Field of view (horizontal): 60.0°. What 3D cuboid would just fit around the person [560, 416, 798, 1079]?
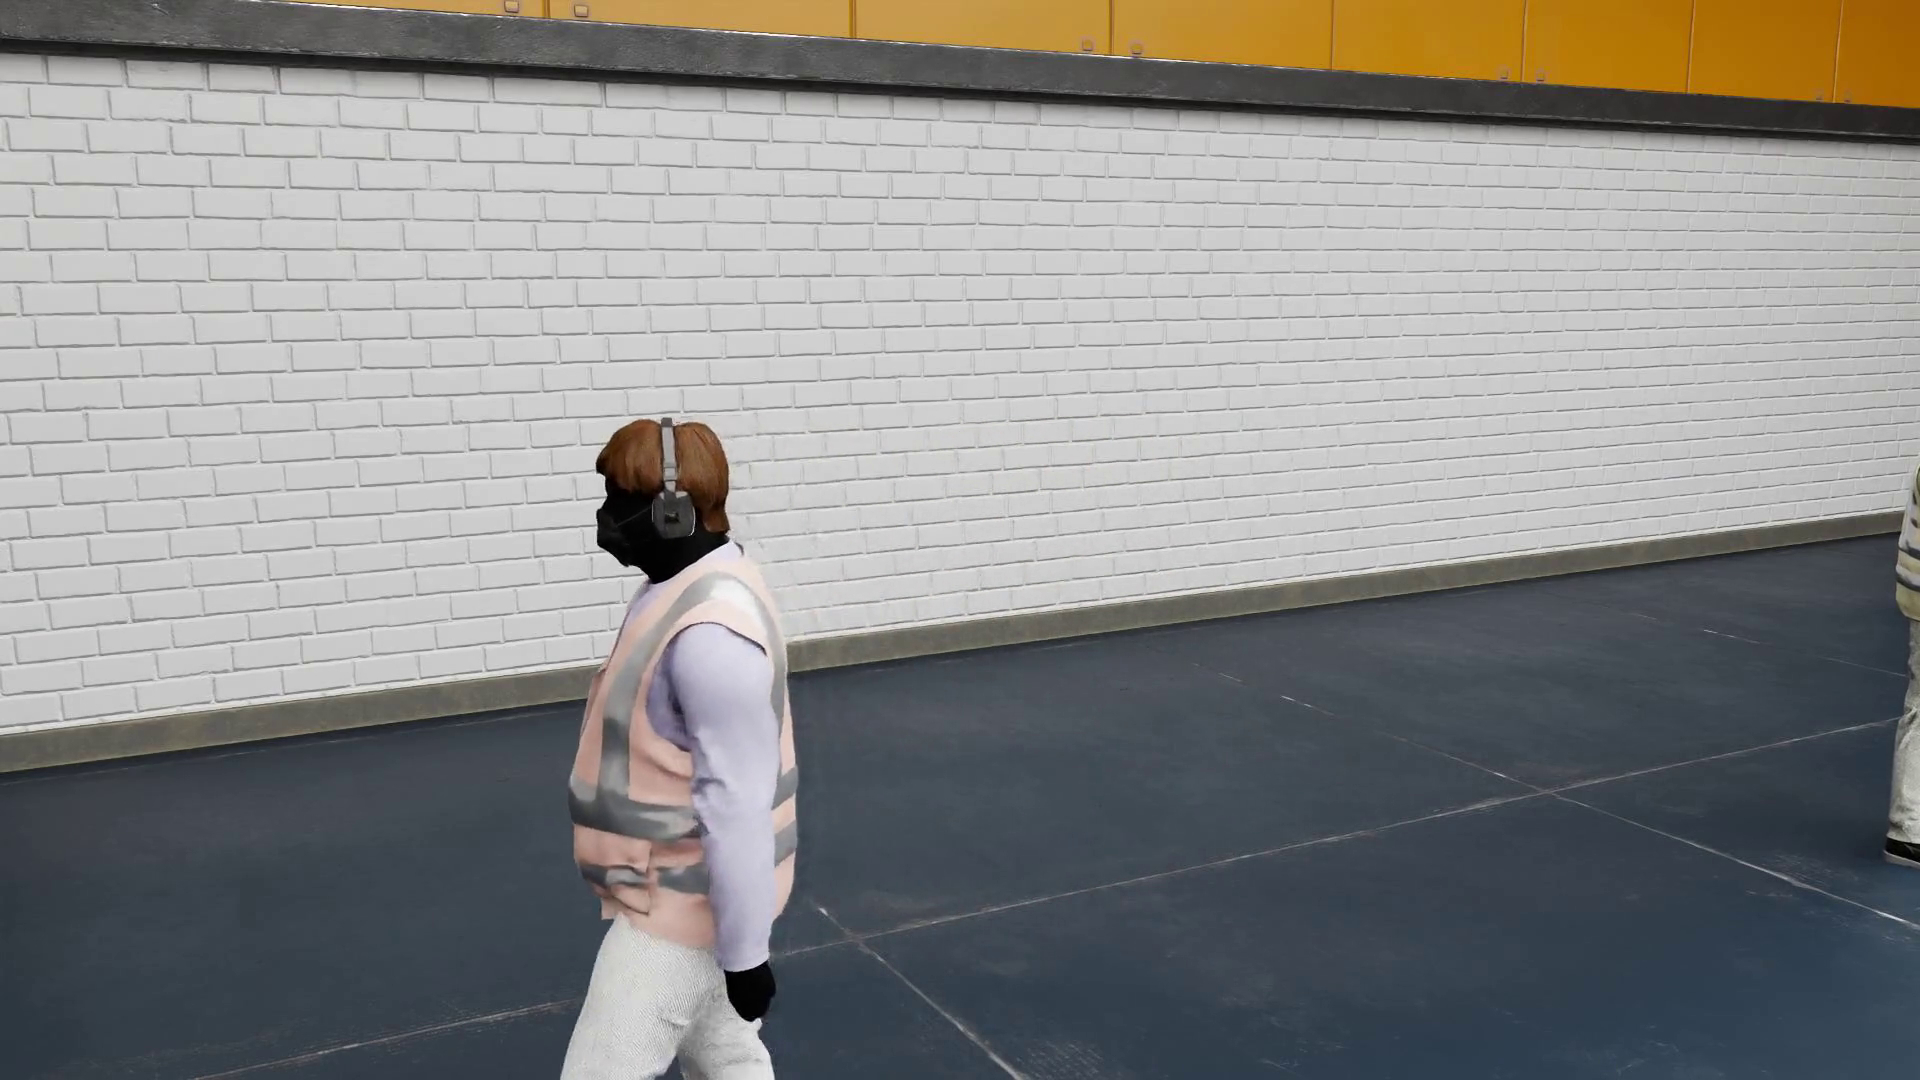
[{"bbox_3d":[-0.585,0.675,3.190,0.570,1.824,0.631,-1,10,-7],"label":"person"}]

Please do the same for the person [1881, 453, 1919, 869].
[{"bbox_3d":[3.458,0.234,5.735,0.403,1.825,0.597,9,14,43],"label":"person"}]
